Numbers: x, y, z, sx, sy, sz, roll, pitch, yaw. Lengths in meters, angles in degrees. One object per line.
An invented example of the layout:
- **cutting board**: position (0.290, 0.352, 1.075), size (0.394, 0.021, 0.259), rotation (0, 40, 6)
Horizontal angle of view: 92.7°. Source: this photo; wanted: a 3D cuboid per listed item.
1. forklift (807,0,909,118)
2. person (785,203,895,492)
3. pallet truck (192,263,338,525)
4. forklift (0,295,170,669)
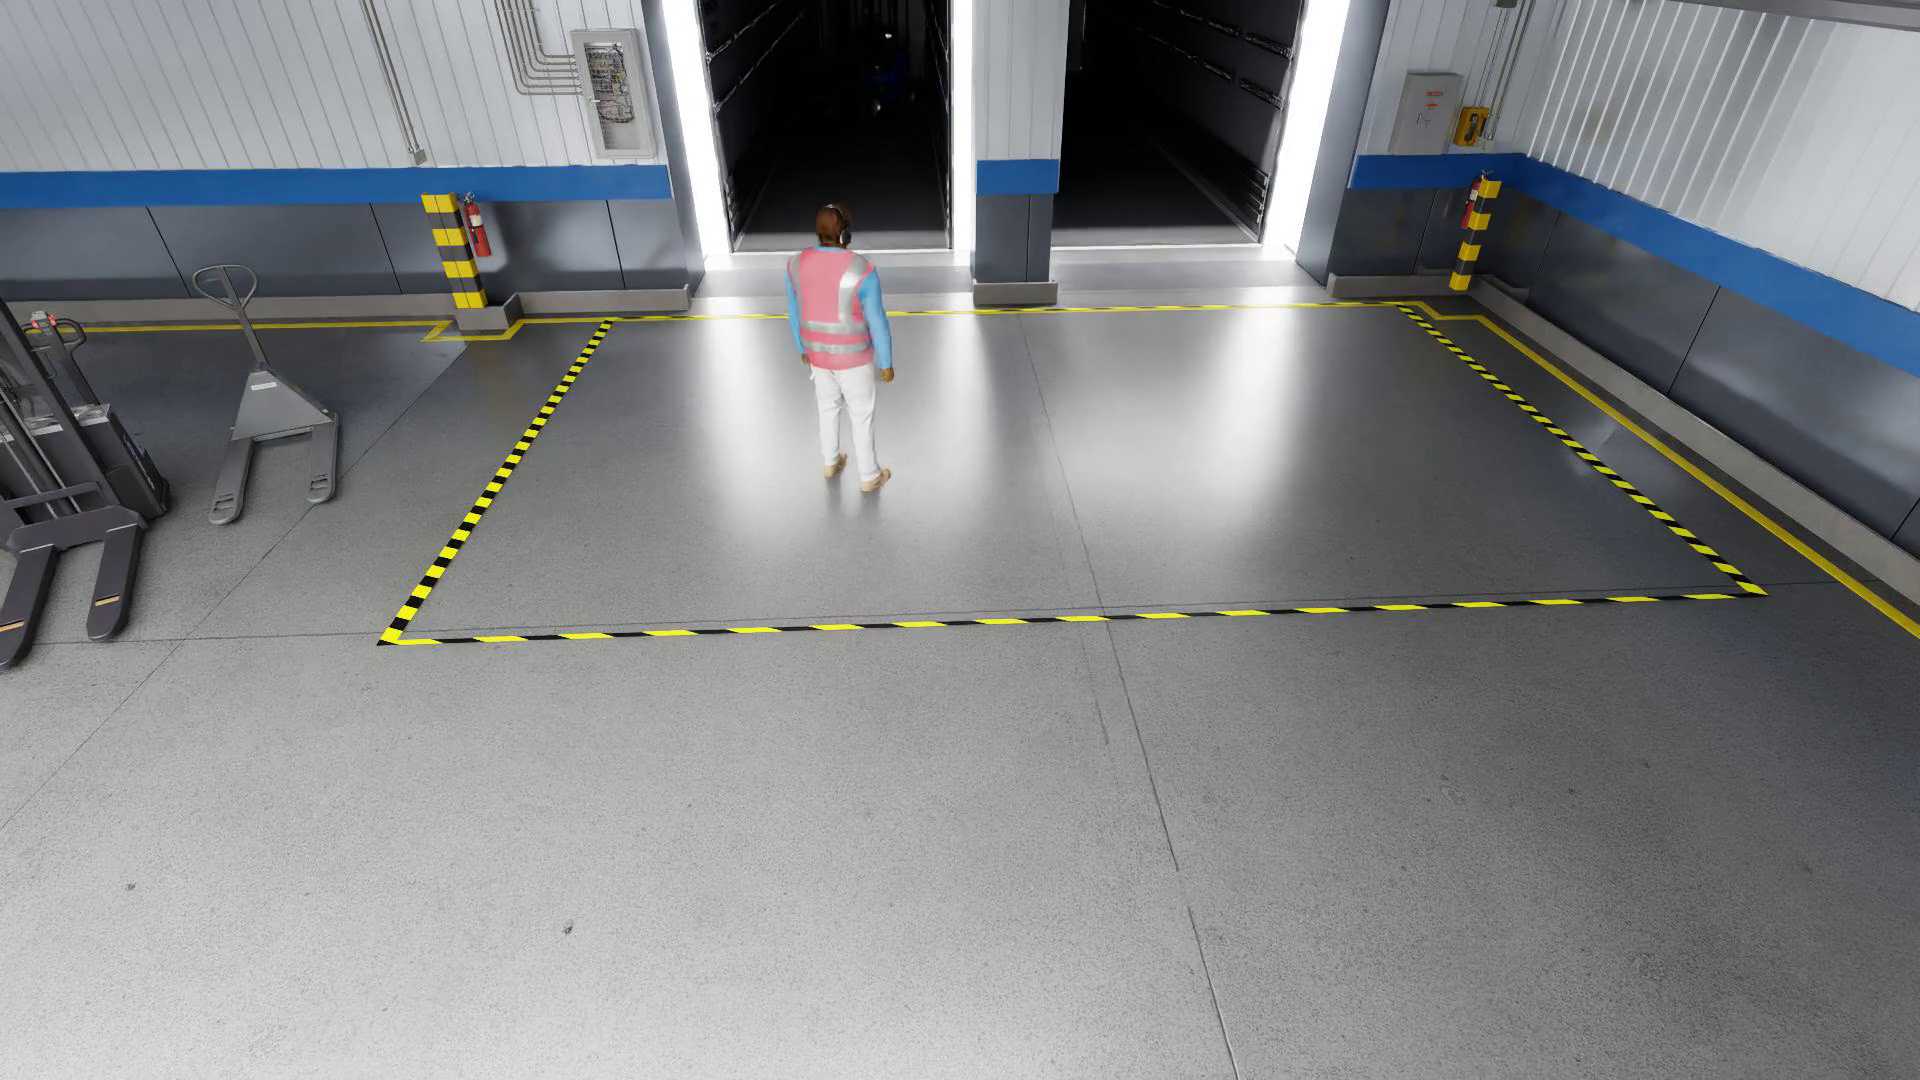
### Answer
- **forklift**: position (-1.819, -8.778, 16.290), size (1.157, 2.036, 2.680), rotation (11, 36, 15)
- **person**: position (-0.764, -1.182, 5.875), size (0.728, 1.824, 0.458), rotation (15, 37, 20)
- **pallet truck**: position (-4.778, -1.027, 6.128), size (0.680, 1.201, 1.601), rotation (-17, 38, -23)
- **forklift**: position (-5.212, -0.618, 4.878), size (0.823, 1.965, 1.885), rotation (-20, 39, -26)
